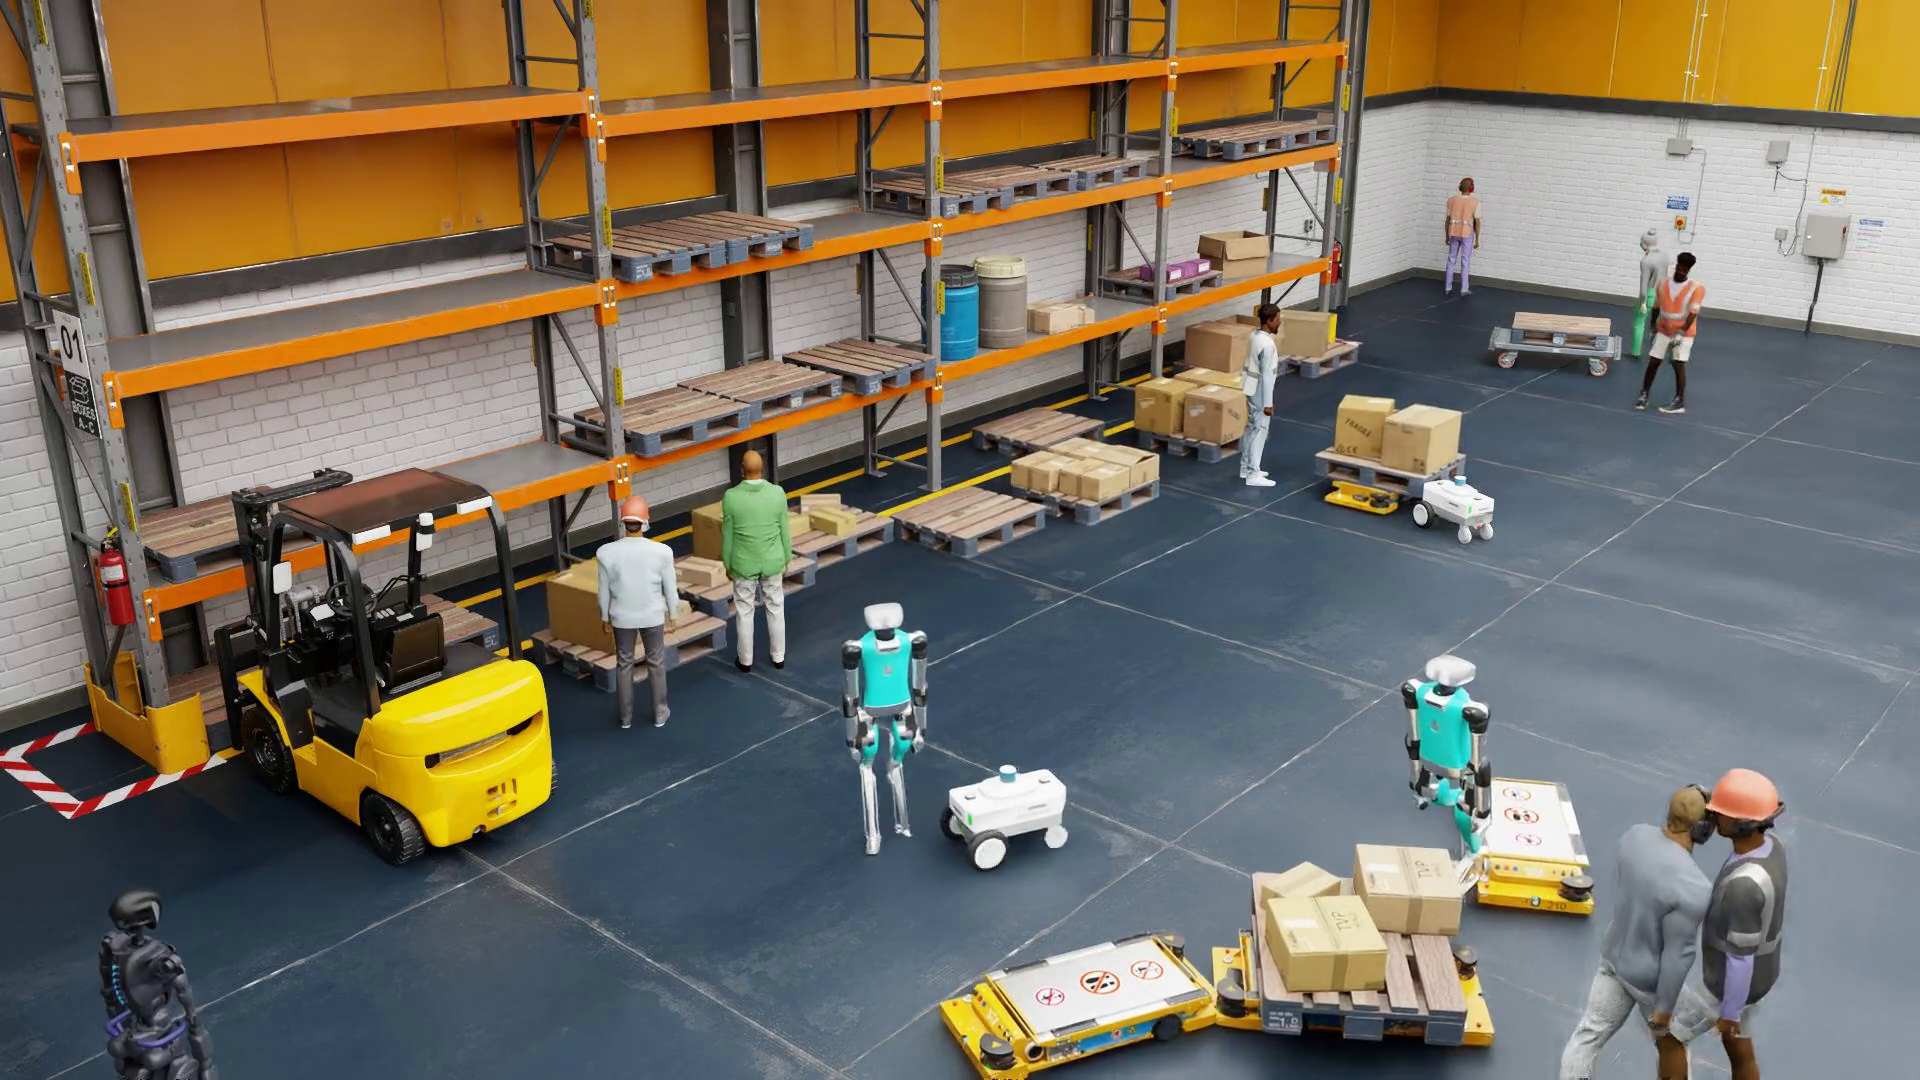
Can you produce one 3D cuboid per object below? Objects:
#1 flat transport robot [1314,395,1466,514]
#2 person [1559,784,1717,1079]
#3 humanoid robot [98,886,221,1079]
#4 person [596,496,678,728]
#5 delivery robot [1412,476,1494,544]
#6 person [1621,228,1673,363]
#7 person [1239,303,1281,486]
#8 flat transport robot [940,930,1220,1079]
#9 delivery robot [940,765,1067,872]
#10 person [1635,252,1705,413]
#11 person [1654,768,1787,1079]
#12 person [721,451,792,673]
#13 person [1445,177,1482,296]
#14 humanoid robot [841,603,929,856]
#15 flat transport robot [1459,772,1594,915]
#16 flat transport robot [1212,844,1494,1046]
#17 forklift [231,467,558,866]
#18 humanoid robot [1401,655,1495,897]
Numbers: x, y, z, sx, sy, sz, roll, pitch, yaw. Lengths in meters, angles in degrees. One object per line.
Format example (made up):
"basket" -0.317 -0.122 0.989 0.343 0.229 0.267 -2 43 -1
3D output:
"flat transport robot" 4.398 -0.575 17.109 0.659 0.231 1.431 16 26 37
"person" 3.299 1.993 7.810 1.010 1.877 0.655 -5 21 -13
"humanoid robot" -3.598 2.298 7.367 0.612 1.653 0.738 9 22 22
"person" -2.316 0.524 12.006 0.571 1.739 0.347 -3 20 -8
"delivery robot" 4.779 -0.318 16.022 0.499 0.609 0.813 -9 22 -24
"person" 9.257 -3.235 22.083 0.575 1.816 0.797 -10 22 -24
"person" 3.104 -1.517 17.294 0.388 1.913 0.598 -2 20 -5
"flat transport robot" 0.673 2.472 8.854 1.431 0.231 0.659 -9 22 -22
"delivery robot" 0.284 1.719 10.497 0.809 0.606 0.499 -9 22 -22
"person" 8.497 -2.484 19.873 0.461 1.942 0.630 -18 27 -39
"person" 3.473 1.965 7.696 0.740 2.017 0.624 16 26 37
"person" -1.575 0.172 12.915 0.544 1.777 0.387 -6 21 -16
"person" 7.896 -4.768 26.190 0.564 1.848 0.390 14 25 34
"humanoid robot" -0.511 1.147 10.361 0.540 1.805 0.798 -6 21 -15
"flat transport robot" 3.544 1.872 10.478 0.659 0.231 1.431 4 21 11
"flat transport robot" 2.098 2.419 8.996 1.431 0.231 0.659 2 20 6
"forklift" -3.730 0.710 10.856 2.313 2.155 1.214 17 26 38
"humanoid robot" 2.923 1.409 9.602 0.971 1.728 0.538 -16 26 -38
